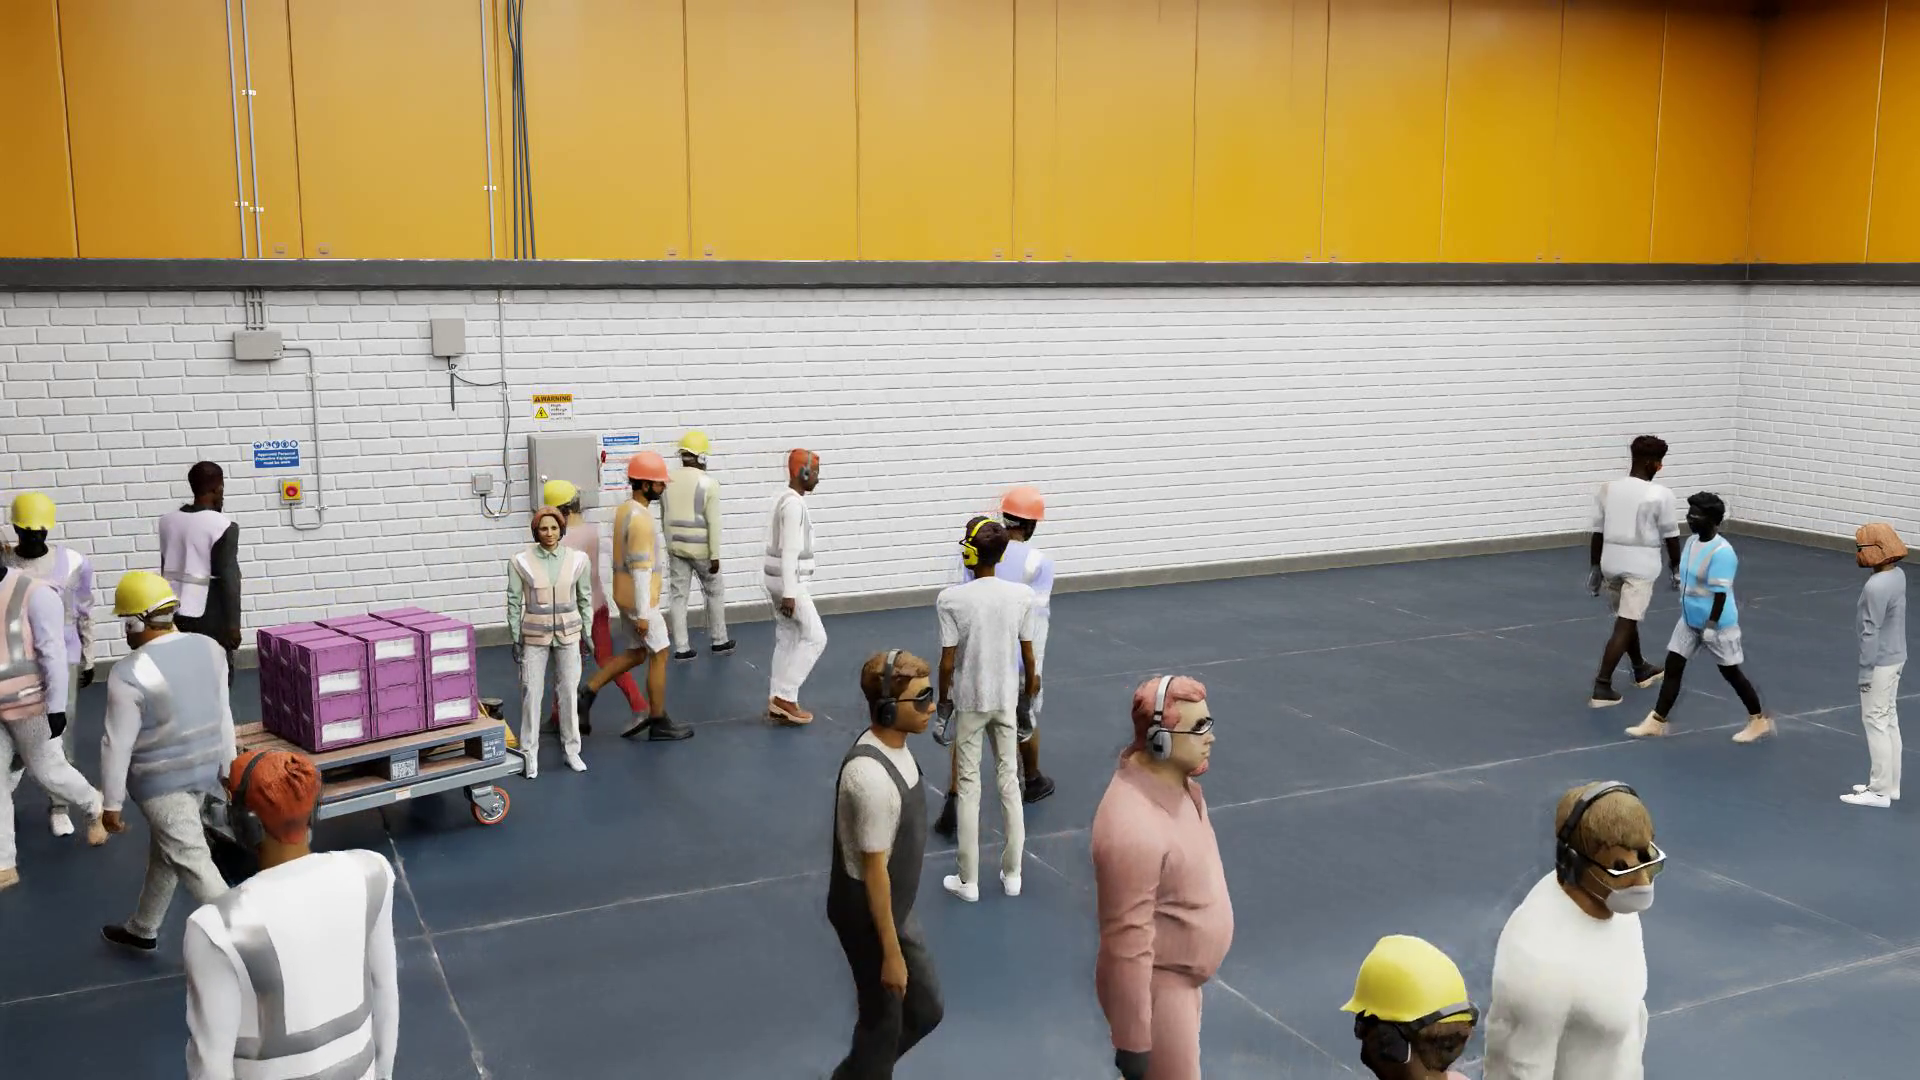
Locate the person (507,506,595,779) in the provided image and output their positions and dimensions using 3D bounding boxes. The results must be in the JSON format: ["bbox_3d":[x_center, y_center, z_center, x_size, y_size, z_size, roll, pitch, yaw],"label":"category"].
[{"bbox_3d":[-2.464,0.607,10.037,0.515,1.642,0.314,-4,10,-24],"label":"person"}]

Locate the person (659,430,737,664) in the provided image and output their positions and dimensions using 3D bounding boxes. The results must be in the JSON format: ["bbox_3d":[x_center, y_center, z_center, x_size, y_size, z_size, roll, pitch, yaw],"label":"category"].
[{"bbox_3d":[-2.043,0.042,13.030,0.618,1.808,0.736,4,10,22],"label":"person"}]

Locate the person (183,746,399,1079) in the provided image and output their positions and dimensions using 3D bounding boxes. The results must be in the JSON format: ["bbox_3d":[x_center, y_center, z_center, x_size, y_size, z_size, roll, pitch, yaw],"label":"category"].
[{"bbox_3d":[-1.669,1.433,4.208,0.549,1.881,0.590,6,11,33],"label":"person"}]

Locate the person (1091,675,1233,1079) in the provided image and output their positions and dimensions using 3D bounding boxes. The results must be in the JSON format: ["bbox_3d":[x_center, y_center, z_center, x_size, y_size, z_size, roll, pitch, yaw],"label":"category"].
[{"bbox_3d":[0.511,1.308,4.912,0.673,1.892,0.649,2,9,13],"label":"person"}]

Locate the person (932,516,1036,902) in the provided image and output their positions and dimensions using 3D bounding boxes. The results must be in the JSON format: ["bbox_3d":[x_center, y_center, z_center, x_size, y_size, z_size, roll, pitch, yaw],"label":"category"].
[{"bbox_3d":[0.117,0.811,8.050,0.526,1.876,0.324,-3,10,-17],"label":"person"}]

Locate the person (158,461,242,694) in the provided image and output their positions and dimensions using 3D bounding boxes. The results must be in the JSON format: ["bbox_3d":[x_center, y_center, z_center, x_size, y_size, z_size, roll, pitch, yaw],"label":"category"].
[{"bbox_3d":[-4.652,0.471,10.194,0.630,1.888,0.550,4,10,25],"label":"person"}]

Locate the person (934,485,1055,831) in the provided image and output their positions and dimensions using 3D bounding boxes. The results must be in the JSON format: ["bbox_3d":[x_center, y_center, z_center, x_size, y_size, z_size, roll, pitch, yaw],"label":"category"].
[{"bbox_3d":[0.200,0.645,9.168,0.598,1.868,1.073,4,10,21],"label":"person"}]

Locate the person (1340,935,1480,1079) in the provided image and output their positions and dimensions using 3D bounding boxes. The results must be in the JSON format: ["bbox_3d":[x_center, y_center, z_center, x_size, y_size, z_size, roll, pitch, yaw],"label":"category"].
[{"bbox_3d":[0.850,1.645,3.335,0.751,1.725,0.534,6,11,33],"label":"person"}]

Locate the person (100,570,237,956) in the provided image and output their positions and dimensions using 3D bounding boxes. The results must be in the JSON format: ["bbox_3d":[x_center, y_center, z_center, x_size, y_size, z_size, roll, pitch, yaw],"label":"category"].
[{"bbox_3d":[-3.385,1.007,7.142,0.958,1.784,0.606,3,10,17],"label":"person"}]

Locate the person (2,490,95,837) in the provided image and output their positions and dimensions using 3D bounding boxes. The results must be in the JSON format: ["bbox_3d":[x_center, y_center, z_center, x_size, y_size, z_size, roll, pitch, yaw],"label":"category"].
[{"bbox_3d":[-5.078,0.631,9.139,0.610,1.891,0.819,-6,11,-31],"label":"person"}]

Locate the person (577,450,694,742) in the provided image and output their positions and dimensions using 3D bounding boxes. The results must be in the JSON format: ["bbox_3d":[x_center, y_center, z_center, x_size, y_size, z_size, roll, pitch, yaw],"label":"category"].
[{"bbox_3d":[-2.135,0.378,10.634,0.746,1.912,0.543,-4,10,-24],"label":"person"}]

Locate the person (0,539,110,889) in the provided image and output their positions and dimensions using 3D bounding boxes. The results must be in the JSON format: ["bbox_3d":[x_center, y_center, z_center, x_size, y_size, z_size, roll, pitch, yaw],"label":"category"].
[{"bbox_3d":[-4.686,0.804,8.323,0.668,1.812,0.801,1,9,7],"label":"person"}]

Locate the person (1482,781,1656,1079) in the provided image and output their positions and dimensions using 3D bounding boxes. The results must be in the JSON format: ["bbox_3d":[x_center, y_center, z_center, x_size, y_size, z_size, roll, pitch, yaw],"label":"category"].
[{"bbox_3d":[1.389,1.457,3.904,0.476,1.916,0.664,5,11,29],"label":"person"}]

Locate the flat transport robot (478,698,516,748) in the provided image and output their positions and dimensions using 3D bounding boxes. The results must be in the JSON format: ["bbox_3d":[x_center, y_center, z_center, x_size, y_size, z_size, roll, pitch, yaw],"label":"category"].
[{"bbox_3d":[-3.582,1.218,10.486,1.431,0.197,0.652,-4,10,-22],"label":"flat transport robot"}]

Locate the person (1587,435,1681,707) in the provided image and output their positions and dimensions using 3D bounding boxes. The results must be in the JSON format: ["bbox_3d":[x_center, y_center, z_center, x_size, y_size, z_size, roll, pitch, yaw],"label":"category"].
[{"bbox_3d":[4.804,0.201,11.788,1.005,1.895,0.591,-5,10,-28],"label":"person"}]

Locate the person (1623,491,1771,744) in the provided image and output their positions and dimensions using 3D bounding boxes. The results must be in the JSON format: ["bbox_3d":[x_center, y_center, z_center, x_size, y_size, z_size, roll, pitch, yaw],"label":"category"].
[{"bbox_3d":[4.822,0.503,10.673,0.897,1.649,0.534,-1,9,-5],"label":"person"}]

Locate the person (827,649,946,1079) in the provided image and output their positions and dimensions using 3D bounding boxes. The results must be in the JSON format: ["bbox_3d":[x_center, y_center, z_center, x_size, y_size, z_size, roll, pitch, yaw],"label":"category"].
[{"bbox_3d":[-0.246,1.249,5.463,0.412,1.827,0.517,2,9,10],"label":"person"}]

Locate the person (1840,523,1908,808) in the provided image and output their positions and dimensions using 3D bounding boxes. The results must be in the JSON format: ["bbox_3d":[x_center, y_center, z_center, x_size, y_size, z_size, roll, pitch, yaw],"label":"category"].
[{"bbox_3d":[5.223,0.710,9.479,0.309,1.624,0.497,8,12,43],"label":"person"}]

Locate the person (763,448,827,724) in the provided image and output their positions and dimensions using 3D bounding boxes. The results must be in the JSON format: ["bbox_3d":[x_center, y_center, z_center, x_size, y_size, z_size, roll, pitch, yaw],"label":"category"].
[{"bbox_3d":[-1.119,0.322,11.127,0.437,1.855,0.661,-2,9,-10],"label":"person"}]

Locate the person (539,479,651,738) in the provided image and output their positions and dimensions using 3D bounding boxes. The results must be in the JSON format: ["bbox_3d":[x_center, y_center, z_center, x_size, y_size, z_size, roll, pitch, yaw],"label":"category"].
[{"bbox_3d":[-2.393,0.457,10.782,0.858,1.716,0.544,3,10,20],"label":"person"}]
